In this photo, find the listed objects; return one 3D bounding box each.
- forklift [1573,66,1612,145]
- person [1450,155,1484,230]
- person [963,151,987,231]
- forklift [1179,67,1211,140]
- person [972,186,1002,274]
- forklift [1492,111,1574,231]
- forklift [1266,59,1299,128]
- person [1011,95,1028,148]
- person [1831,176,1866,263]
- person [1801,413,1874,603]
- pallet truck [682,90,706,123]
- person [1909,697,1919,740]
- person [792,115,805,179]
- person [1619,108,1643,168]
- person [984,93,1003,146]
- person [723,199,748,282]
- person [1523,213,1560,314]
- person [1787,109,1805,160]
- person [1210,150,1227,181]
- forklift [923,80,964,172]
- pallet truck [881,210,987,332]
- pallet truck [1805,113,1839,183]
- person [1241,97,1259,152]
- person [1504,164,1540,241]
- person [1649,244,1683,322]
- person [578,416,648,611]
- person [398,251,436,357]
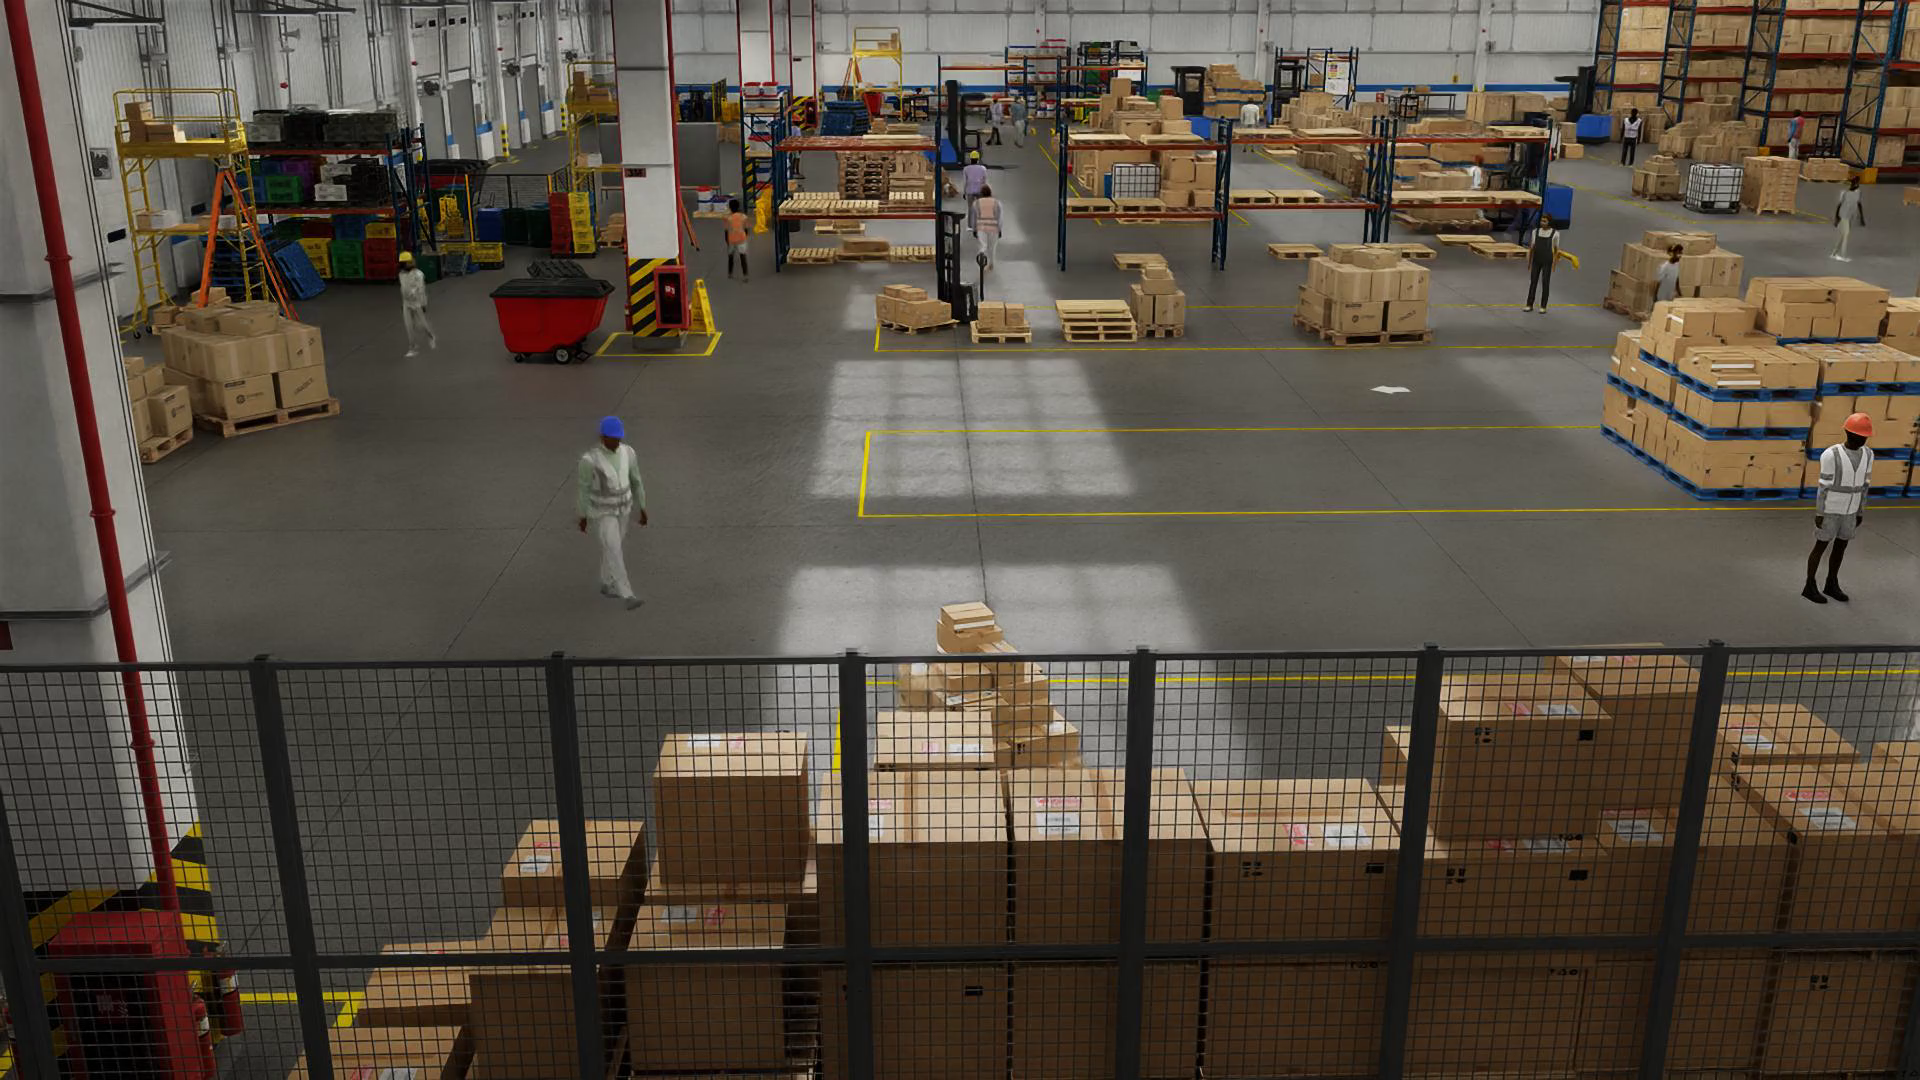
[{"bbox_3d":[23.293,-16.232,62.025,1.873,2.768,1.129,17,25,41],"label":"forklift"},{"bbox_3d":[12.548,-8.491,40.697,1.021,1.829,0.584,-2,19,-5],"label":"person"},{"bbox_3d":[0.363,-8.511,40.581,0.594,1.930,0.354,-2,19,-6],"label":"person"},{"bbox_3d":[8.564,-16.052,61.490,1.129,2.768,1.873,-3,19,-9],"label":"forklift"},{"bbox_3d":[0.566,-6.506,34.873,0.628,1.794,0.980,1,19,2],"label":"person"},{"bbox_3d":[13.943,-9.002,40.577,1.873,2.768,1.129,-1,19,-2],"label":"forklift"},{"bbox_3d":[13.179,-18.071,67.481,1.129,2.768,1.873,0,19,-1],"label":"forklift"},{"bbox_3d":[2.171,-15.315,60.802,0.669,1.932,0.509,-12,22,-31],"label":"person"},{"bbox_3d":[19.378,-6.960,36.141,0.530,1.834,0.896,-5,19,-15],"label":"person"},{"bbox_3d":[8.626,-0.310,16.267,0.541,1.930,0.385,-3,19,-8],"label":"person"},{"bbox_3d":[-9.671,-15.907,62.421,0.823,1.965,1.885,5,19,15],"label":"pallet truck"},{"bbox_3d":[6.994,1.293,11.596,0.989,1.868,0.695,5,19,14],"label":"person"},{"bbox_3d":[-5.024,-12.107,51.241,0.379,1.938,0.547,-11,22,-30],"label":"person"},{"bbox_3d":[21.886,-13.108,54.262,0.609,1.909,0.386,11,22,30],"label":"person"},{"bbox_3d":[1.199,-15.544,61.501,0.959,1.879,0.655,-13,23,-34],"label":"person"},{"bbox_3d":[-4.538,-6.093,33.843,0.535,1.653,0.890,-7,20,-21],"label":"person"},{"bbox_3d":[10.706,-5.088,30.566,0.506,1.843,0.351,12,22,32],"label":"person"},{"bbox_3d":[27.508,-13.271,54.848,0.624,1.841,0.430,-13,23,-34],"label":"person"},{"bbox_3d":[7.194,-10.272,46.278,0.548,1.622,0.388,4,19,12],"label":"person"},{"bbox_3d":[-0.248,-13.248,53.171,1.873,2.768,1.129,-1,19,-1],"label":"forklift"},{"bbox_3d":[-0.493,-4.759,29.349,1.885,1.965,0.823,-13,23,-34],"label":"pallet truck"},{"bbox_3d":[26.403,-11.957,50.702,0.823,1.965,1.885,6,19,16],"label":"pallet truck"},{"bbox_3d":[10.294,-14.768,59.131,0.634,1.938,0.355,2,19,7],"label":"person"},{"bbox_3d":[13.175,-7.840,38.713,0.603,1.866,1.018,-10,21,-28],"label":"person"},{"bbox_3d":[11.573,-3.895,27.065,0.933,1.823,0.504,17,25,40],"label":"person"},{"bbox_3d":[-3.303,-0.264,16.159,0.966,1.897,0.633,16,25,40],"label":"person"},{"bbox_3d":[-8.900,-3.871,27.134,0.488,1.727,0.504,5,19,16],"label":"person"}]
